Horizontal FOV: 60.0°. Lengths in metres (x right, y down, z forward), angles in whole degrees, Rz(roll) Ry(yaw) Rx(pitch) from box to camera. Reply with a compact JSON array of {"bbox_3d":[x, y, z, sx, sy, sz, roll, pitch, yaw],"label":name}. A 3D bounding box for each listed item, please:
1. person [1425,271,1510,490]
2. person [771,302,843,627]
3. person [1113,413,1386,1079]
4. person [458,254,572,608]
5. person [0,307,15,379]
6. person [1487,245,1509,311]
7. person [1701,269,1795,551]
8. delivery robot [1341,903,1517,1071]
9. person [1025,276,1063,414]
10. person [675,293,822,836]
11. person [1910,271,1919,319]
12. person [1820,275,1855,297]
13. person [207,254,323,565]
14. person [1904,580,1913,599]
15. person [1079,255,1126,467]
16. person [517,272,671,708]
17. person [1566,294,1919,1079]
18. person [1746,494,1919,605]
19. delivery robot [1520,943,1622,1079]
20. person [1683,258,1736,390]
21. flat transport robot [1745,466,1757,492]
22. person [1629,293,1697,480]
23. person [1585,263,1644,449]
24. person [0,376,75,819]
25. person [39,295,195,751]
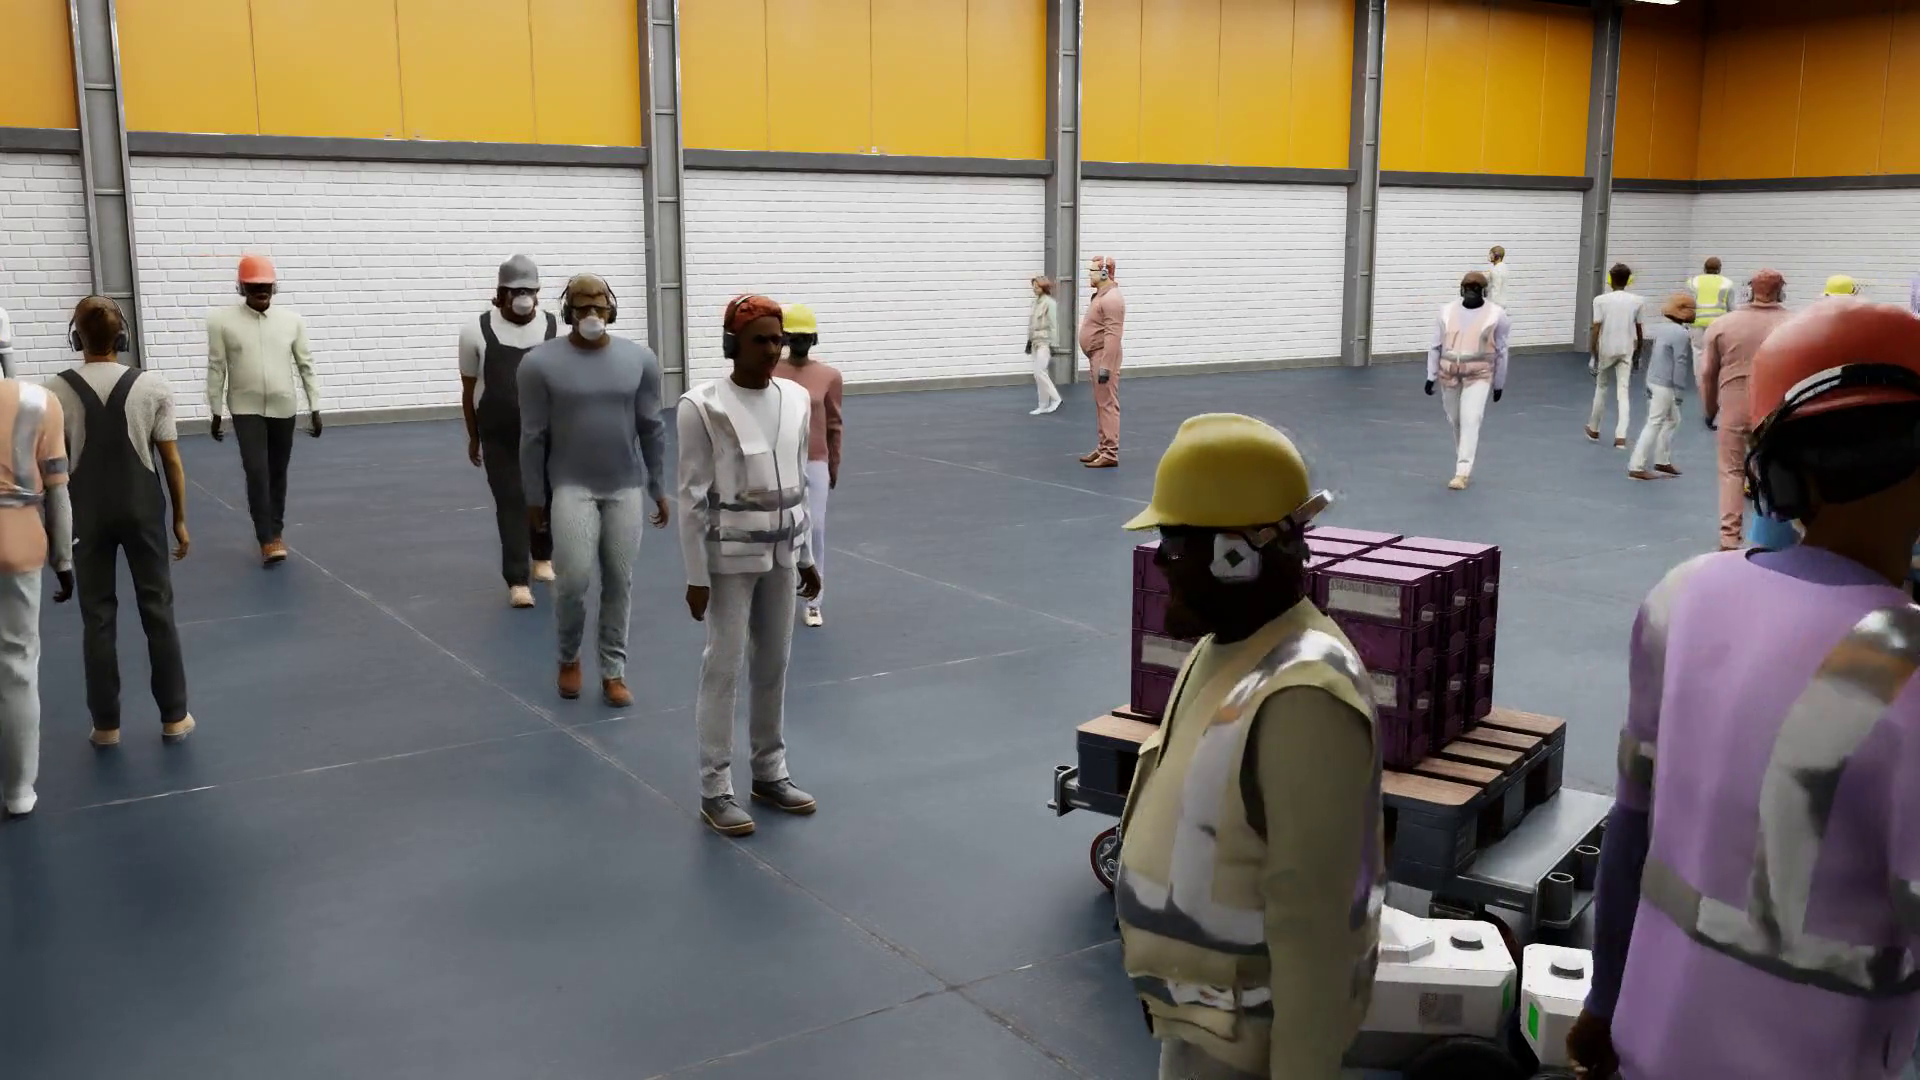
[{"bbox_3d":[4.281,-1.365,14.018,0.622,1.808,0.939,8,13,36],"label":"person"},{"bbox_3d":[-0.904,-0.448,9.173,0.518,1.733,0.864,-2,10,-9],"label":"person"},{"bbox_3d":[0.434,0.712,2.604,0.412,1.812,0.616,0,10,-1],"label":"person"},{"bbox_3d":[-2.528,-0.693,9.673,0.696,2.000,1.040,-4,11,-23],"label":"person"},{"bbox_3d":[-7.188,-1.092,12.136,0.542,1.939,0.365,-6,12,-30],"label":"person"},{"bbox_3d":[8.503,-3.698,26.428,0.373,1.940,0.628,5,12,27],"label":"person"},{"bbox_3d":[5.179,-0.814,10.858,0.664,1.880,0.711,5,11,24],"label":"person"},{"bbox_3d":[0.936,1.043,3.972,0.707,0.478,0.477,1,10,7],"label":"delivery robot"},{"bbox_3d":[0.949,-2.261,19.406,0.363,1.628,0.527,-4,11,-20],"label":"person"},{"bbox_3d":[-0.734,0.080,5.865,0.337,1.880,0.585,9,14,42],"label":"person"},{"bbox_3d":[14.233,-3.309,24.492,0.895,1.868,0.658,-7,12,-34],"label":"person"},{"bbox_3d":[7.749,-1.462,14.707,0.411,1.743,0.553,5,11,24],"label":"person"},{"bbox_3d":[-4.377,-0.817,10.564,0.653,1.955,0.933,-7,13,-35],"label":"person"},{"bbox_3d":[3.056,0.143,5.676,0.653,1.832,0.514,4,11,22],"label":"person"},{"bbox_3d":[1.280,-1.612,15.075,0.406,1.910,0.639,0,10,-1],"label":"person"},{"bbox_3d":[-1.589,-0.199,7.326,0.633,1.917,0.429,-5,12,-27],"label":"person"},{"bbox_3d":[1.008,0.706,2.114,0.605,2.015,0.752,-1,10,-3],"label":"person"},{"bbox_3d":[2.651,0.353,4.980,0.543,1.661,0.770,1,10,7],"label":"person"},{"bbox_3d":[1.623,1.092,3.707,0.707,0.478,0.477,3,11,19],"label":"delivery robot"},{"bbox_3d":[10.294,-2.971,22.853,0.650,1.786,0.973,6,12,30],"label":"person"},{"bbox_3d":[6.908,-0.535,13.657,0.652,0.197,1.431,9,14,40],"label":"flat transport robot"},{"bbox_3d":[6.053,-1.303,14.233,0.598,1.596,0.513,0,10,2],"label":"person"},{"bbox_3d":[6.554,-1.851,16.643,0.533,1.817,0.953,2,11,12],"label":"person"},{"bbox_3d":[-3.465,0.058,5.913,0.589,1.909,0.451,-6,12,-28],"label":"person"},{"bbox_3d":[-3.424,-0.064,6.762,0.517,1.843,0.325,-5,12,-26],"label":"person"}]
